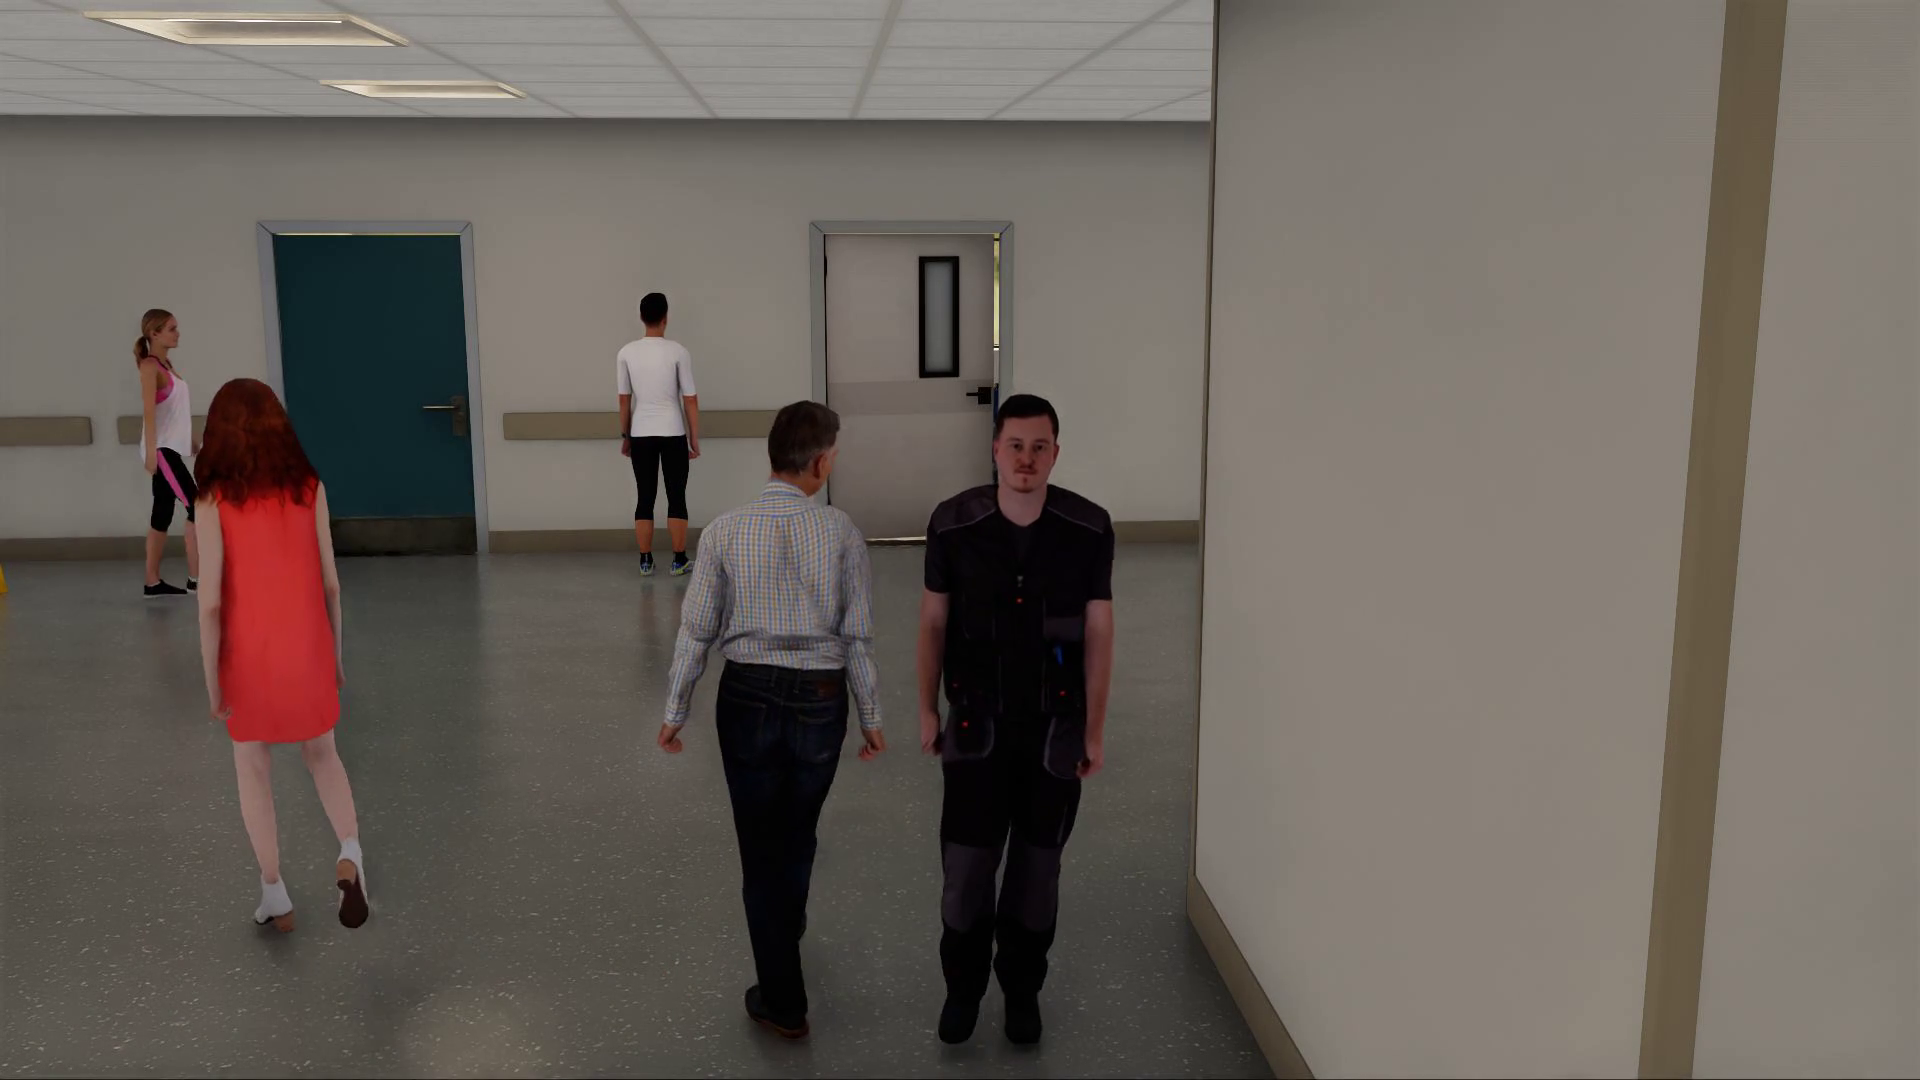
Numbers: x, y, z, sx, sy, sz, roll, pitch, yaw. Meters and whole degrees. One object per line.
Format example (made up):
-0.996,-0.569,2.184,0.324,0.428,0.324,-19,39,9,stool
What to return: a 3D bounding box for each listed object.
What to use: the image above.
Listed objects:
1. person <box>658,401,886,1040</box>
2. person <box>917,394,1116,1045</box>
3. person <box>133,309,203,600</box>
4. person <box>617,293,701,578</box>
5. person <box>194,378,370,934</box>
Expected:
-0.484,0.527,4.706,0.928,1.770,0.908,-3,11,-14,person
0.165,0.494,4.701,0.575,1.835,0.762,0,11,1,person
-4.934,-0.503,10.125,0.798,1.772,0.681,-3,11,-15,person
-1.976,-0.690,10.898,0.542,1.851,0.765,1,11,3,person
-2.085,0.419,5.170,1.017,1.808,0.995,-9,14,-40,person
